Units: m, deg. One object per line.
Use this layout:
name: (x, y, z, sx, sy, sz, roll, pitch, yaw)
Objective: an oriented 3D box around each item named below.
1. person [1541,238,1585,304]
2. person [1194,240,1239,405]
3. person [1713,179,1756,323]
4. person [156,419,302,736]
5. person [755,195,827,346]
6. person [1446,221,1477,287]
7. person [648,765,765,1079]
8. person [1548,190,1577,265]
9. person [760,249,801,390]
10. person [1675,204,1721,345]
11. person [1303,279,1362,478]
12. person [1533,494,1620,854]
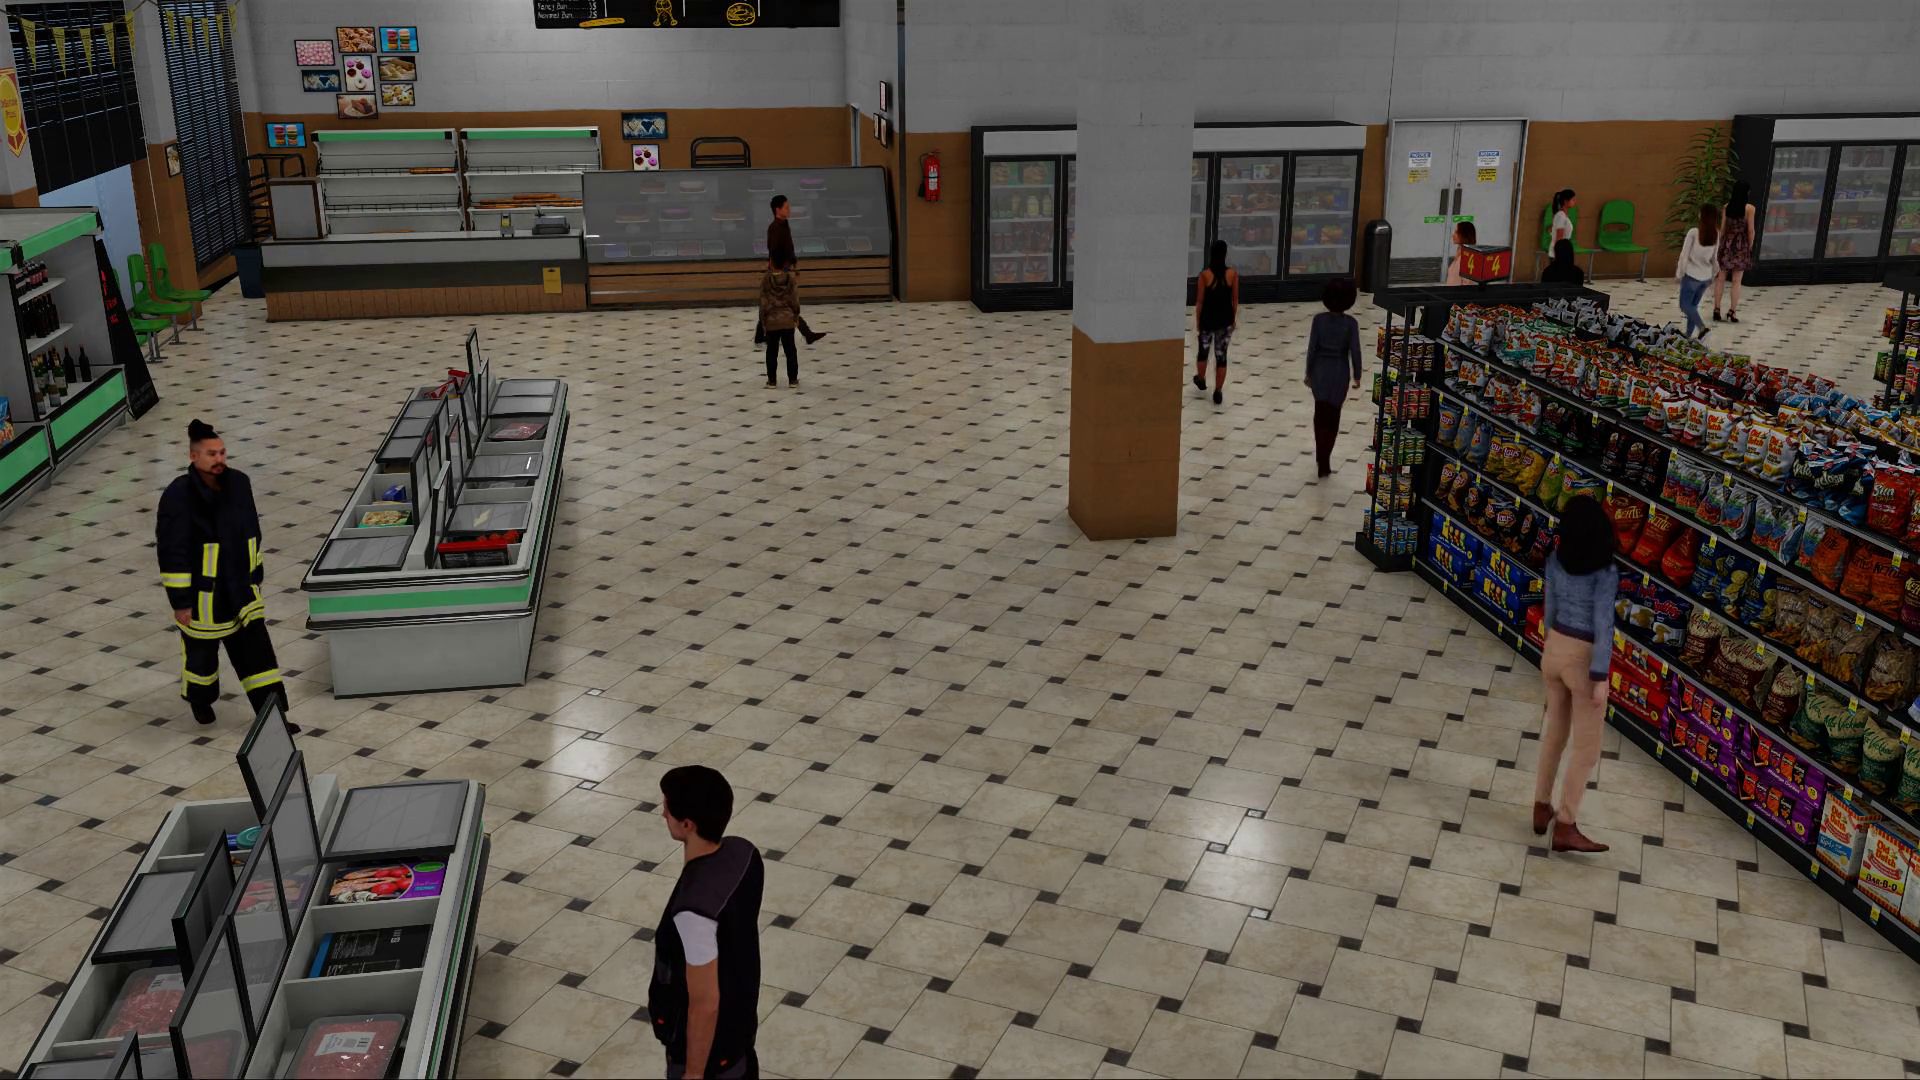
person: (6.132, -2.283, 17.166, 0.985, 1.592, 1.053, 14, 23, 36)
person: (2.613, -2.193, 16.828, 0.692, 1.637, 1.014, 0, 19, 0)
person: (9.713, -3.627, 20.867, 0.860, 1.775, 0.784, -17, 25, -41)
person: (-4.226, 0.228, 9.363, 1.305, 1.819, 1.207, 16, 24, 39)
person: (-2.181, -3.098, 19.367, 0.944, 1.730, 1.126, 2, 19, 6)
person: (5.157, -2.392, 17.178, 0.681, 1.792, 0.514, 0, 19, 0)
person: (-0.777, 1.568, 5.344, 0.796, 1.848, 0.639, 3, 19, 9)
person: (7.449, -3.575, 20.946, 0.865, 1.625, 0.828, 10, 21, 27)
person: (-1.901, -2.326, 17.506, 0.572, 1.456, 0.552, -4, 19, -10)
person: (8.532, -3.003, 19.170, 0.659, 1.677, 0.913, -4, 19, -13)
person: (3.160, -1.368, 14.290, 0.798, 1.696, 0.865, 9, 21, 26)
person: (3.008, 0.672, 8.167, 0.923, 1.743, 0.661, -4, 19, -11)
